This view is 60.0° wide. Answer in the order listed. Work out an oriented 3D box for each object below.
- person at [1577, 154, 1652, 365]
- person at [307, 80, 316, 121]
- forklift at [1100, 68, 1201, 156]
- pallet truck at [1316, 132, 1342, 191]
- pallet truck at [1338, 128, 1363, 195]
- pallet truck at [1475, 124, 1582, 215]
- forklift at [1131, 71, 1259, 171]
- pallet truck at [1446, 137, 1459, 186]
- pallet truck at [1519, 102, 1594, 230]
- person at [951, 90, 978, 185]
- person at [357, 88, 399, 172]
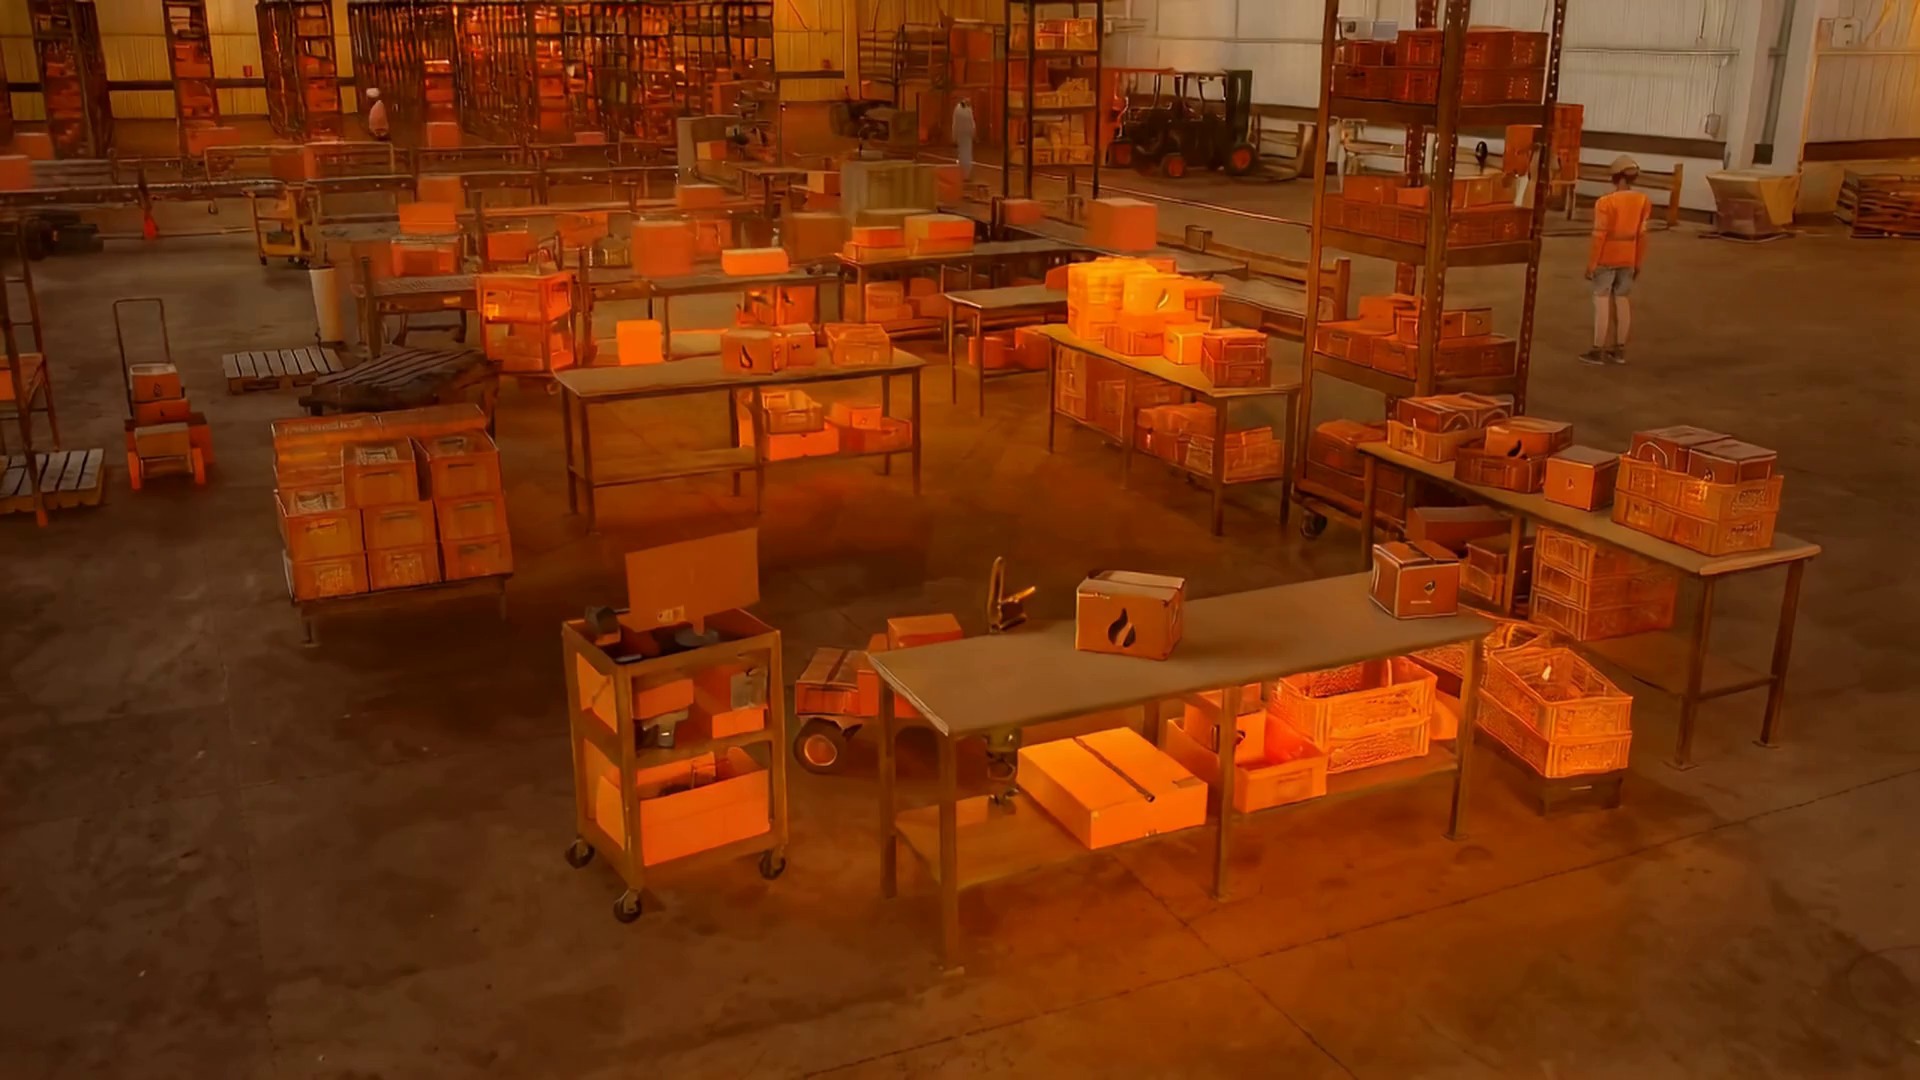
[{"bbox_3d":[6.421,-2.749,16.352,0.615,2.042,0.372,-5,18,-15],"label":"person"},{"bbox_3d":[-20.181,-13.779,51.431,0.564,1.839,0.395,-6,19,-18],"label":"person"},{"bbox_3d":[4.082,-9.564,37.410,2.680,1.987,1.157,-8,19,-23],"label":"forklift"},{"bbox_3d":[7.723,-7.504,32.656,1.601,1.201,0.680,-8,19,-23],"label":"pallet truck"},{"bbox_3d":[7.845,-7.140,31.411,1.522,1.261,0.704,-9,20,-25],"label":"pallet truck"},{"bbox_3d":[9.707,-6.455,28.103,1.885,1.965,0.823,-7,19,-20],"label":"pallet truck"},{"bbox_3d":[4.998,-8.936,35.413,2.680,1.987,1.157,-9,20,-25],"label":"forklift"},{"bbox_3d":[9.184,-6.485,29.328,1.630,1.274,0.653,-8,19,-23],"label":"pallet truck"},{"bbox_3d":[9.972,-6.037,26.785,1.885,1.965,0.823,-9,20,-25],"label":"pallet truck"},{"bbox_3d":[0.037,-8.152,33.656,0.882,1.875,0.647,8,19,24],"label":"person"},{"bbox_3d":[-12.701,-8.873,36.055,0.914,1.787,0.598,-6,19,-18],"label":"person"}]
